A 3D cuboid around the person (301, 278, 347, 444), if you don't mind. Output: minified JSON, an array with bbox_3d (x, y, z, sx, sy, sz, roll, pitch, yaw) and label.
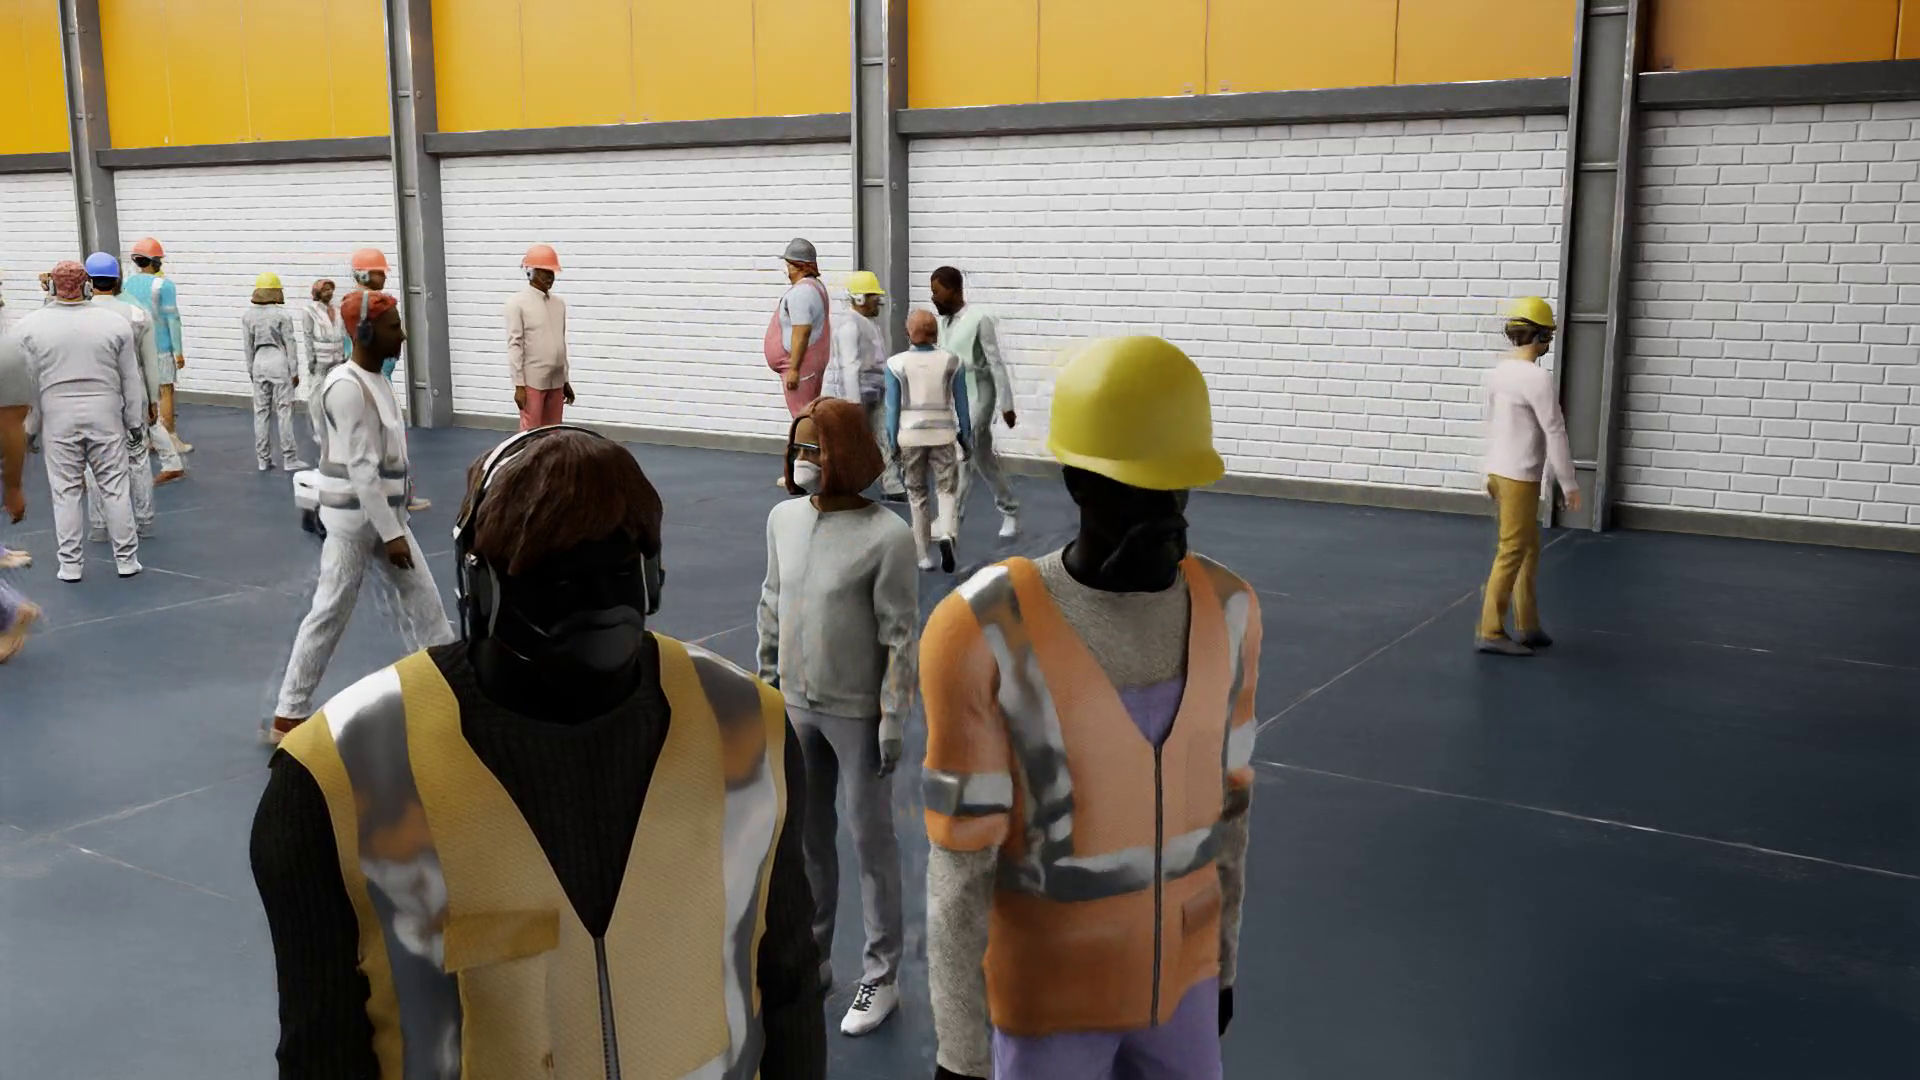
[{"bbox_3d":[-6.339,-1.787,16.639,0.312,1.642,0.512,5,11,25],"label":"person"}]

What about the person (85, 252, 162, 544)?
[{"bbox_3d":[-5.684,-0.944,11.147,0.607,1.942,0.413,-7,12,-34],"label":"person"}]

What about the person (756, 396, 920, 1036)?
[{"bbox_3d":[-0.327,0.446,4.288,0.500,1.633,0.285,7,13,35],"label":"person"}]

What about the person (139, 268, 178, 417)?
[{"bbox_3d":[-9.239,-2.297,19.118,0.327,1.767,0.533,-9,14,-40],"label":"person"}]

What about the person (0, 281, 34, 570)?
[{"bbox_3d":[-5.971,-0.721,10.209,0.355,1.835,0.516,-8,13,-38],"label":"person"}]

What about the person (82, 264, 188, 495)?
[{"bbox_3d":[-6.772,-1.313,13.378,0.639,1.877,1.077,9,14,42],"label":"person"}]

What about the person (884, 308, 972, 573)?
[{"bbox_3d":[-0.192,-0.580,9.997,0.531,1.619,0.568,0,10,1],"label":"person"}]

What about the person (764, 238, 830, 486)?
[{"bbox_3d":[-1.350,-1.467,13.757,0.537,2.000,0.683,1,10,8],"label":"person"}]

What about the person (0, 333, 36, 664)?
[{"bbox_3d":[-4.528,-0.336,7.495,0.693,2.000,0.914,2,10,12],"label":"person"}]

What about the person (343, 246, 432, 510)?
[{"bbox_3d":[-4.363,-1.173,12.305,0.697,1.977,0.650,-1,10,-7],"label":"person"}]

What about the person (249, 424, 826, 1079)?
[{"bbox_3d":[-0.433,0.782,1.891,0.618,1.836,0.430,-5,11,-27],"label":"person"}]

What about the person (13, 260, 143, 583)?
[{"bbox_3d":[-5.218,-0.702,9.892,0.653,1.906,0.405,-6,12,-30],"label":"person"}]

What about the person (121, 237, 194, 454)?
[{"bbox_3d":[-7.592,-1.820,15.696,0.611,2.046,0.386,3,11,14],"label":"person"}]

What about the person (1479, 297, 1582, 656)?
[{"bbox_3d":[2.772,-0.293,8.078,0.477,1.749,0.598,-1,10,-5],"label":"person"}]

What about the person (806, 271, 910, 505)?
[{"bbox_3d":[-0.780,-1.153,12.705,0.898,1.795,0.599,3,11,17],"label":"person"}]

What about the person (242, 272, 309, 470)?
[{"bbox_3d":[-6.052,-1.482,14.674,0.487,1.742,0.299,2,10,9],"label":"person"}]

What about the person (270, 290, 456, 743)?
[{"bbox_3d":[-2.320,-0.069,6.621,1.006,1.831,0.581,0,10,1],"label":"person"}]

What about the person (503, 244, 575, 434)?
[{"bbox_3d":[-3.064,-1.163,12.204,0.382,1.994,0.608,5,11,25],"label":"person"}]

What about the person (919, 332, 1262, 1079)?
[{"bbox_3d":[0.169,0.623,2.567,0.610,1.901,0.700,-6,12,-29],"label":"person"}]

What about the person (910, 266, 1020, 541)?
[{"bbox_3d":[0.077,-0.916,11.259,0.851,1.855,0.617,-4,11,-23],"label":"person"}]
